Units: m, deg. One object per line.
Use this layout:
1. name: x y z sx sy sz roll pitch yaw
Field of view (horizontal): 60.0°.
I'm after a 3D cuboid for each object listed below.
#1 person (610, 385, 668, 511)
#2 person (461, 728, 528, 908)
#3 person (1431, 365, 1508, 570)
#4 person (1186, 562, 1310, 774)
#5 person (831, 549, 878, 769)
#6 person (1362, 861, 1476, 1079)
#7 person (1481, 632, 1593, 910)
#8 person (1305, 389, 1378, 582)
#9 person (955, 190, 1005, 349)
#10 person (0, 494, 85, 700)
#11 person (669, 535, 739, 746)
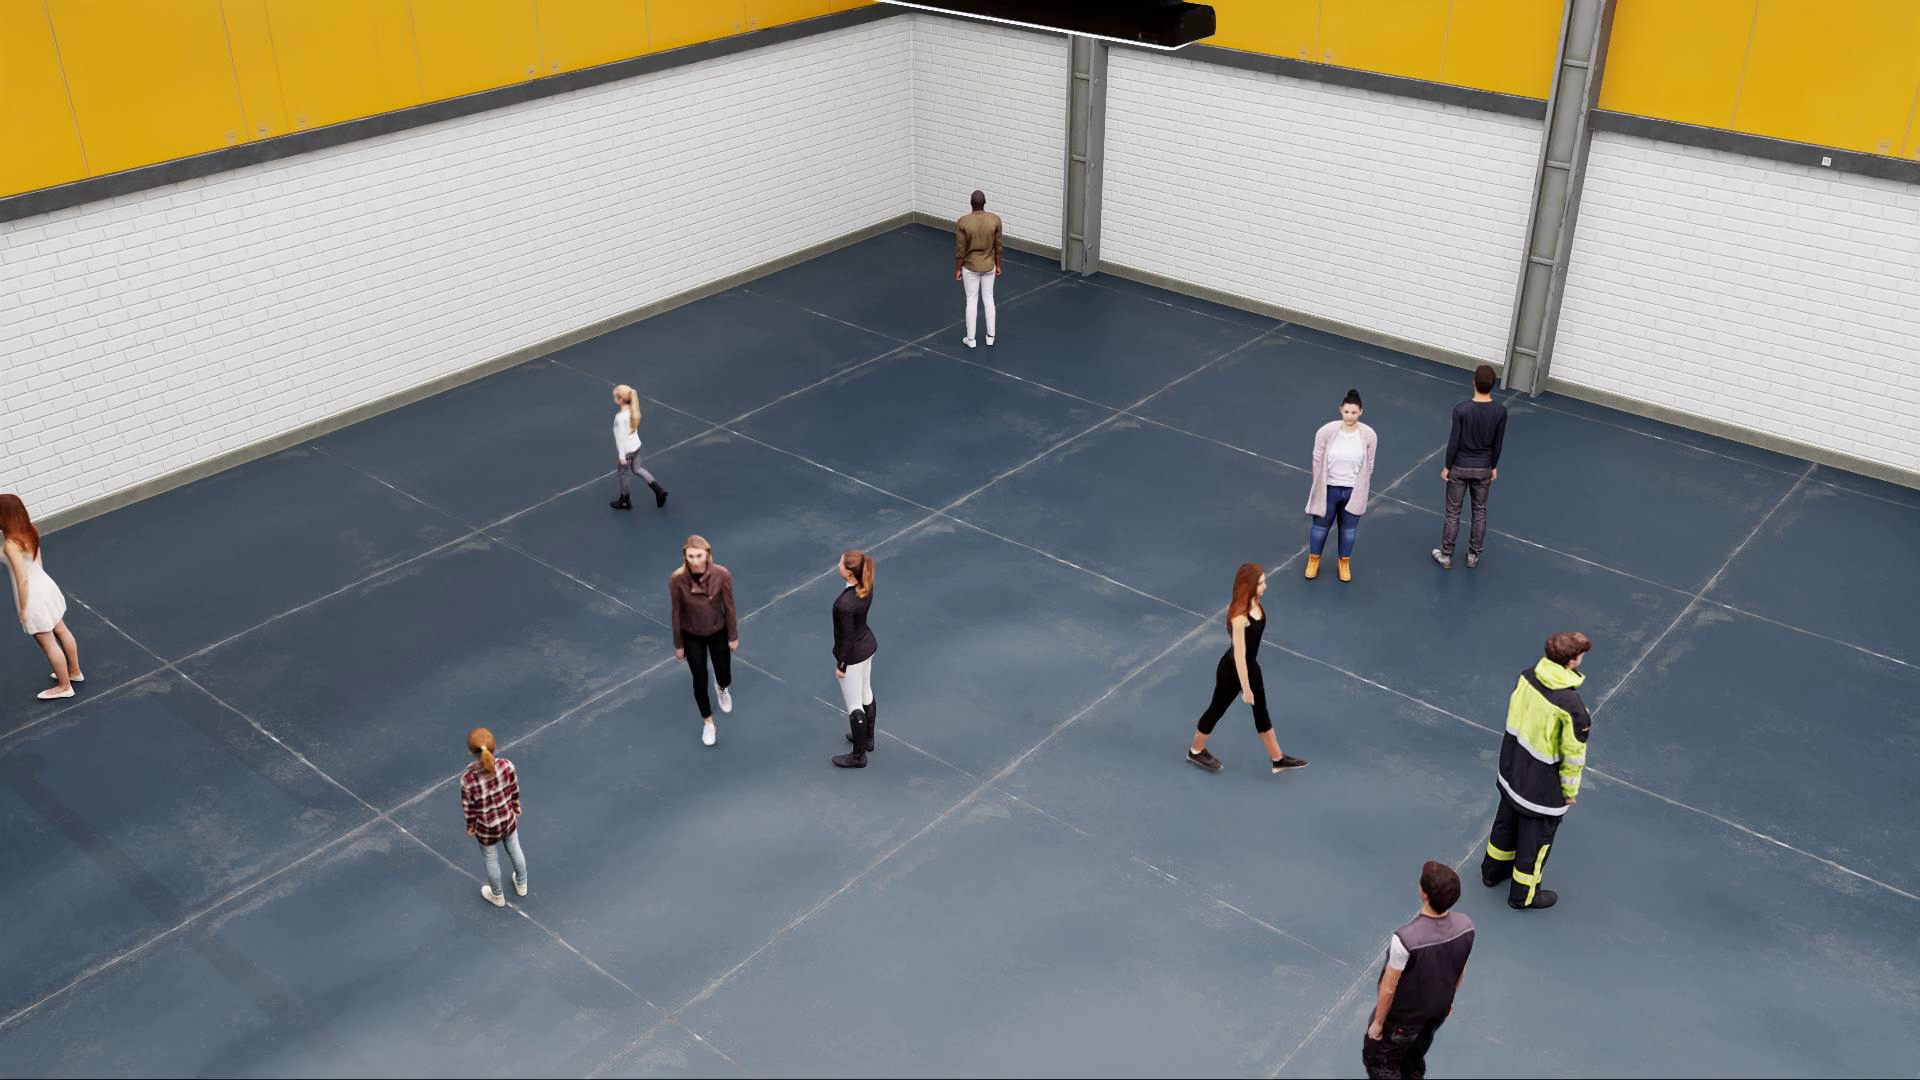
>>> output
1. person: -2.999 -0.840 15.352 0.864 1.265 0.670 8 30 15
2. person: -2.954 1.753 10.555 0.572 1.306 0.579 -20 35 -32
3. person: 4.402 -0.619 14.314 0.695 1.871 0.770 0 29 -1
4. person: 1.870 0.911 11.699 1.122 1.690 0.717 15 32 25
5. person: -0.743 0.831 11.804 0.657 1.729 0.637 9 30 16
6. person: 2.407 2.492 8.644 0.881 1.840 0.988 -11 31 -20
7. person: 3.641 1.420 10.462 0.931 1.981 0.784 -11 30 -19
8. person: 3.245 -0.472 14.179 0.746 1.742 0.857 5 29 9
9. person: 0.219 -3.084 18.882 0.802 1.825 0.816 -6 29 -12
10. person: -6.992 0.411 12.592 0.704 1.711 0.645 -2 29 -4
11. person: -1.853 0.668 12.139 0.834 1.695 0.899 -4 29 -7
